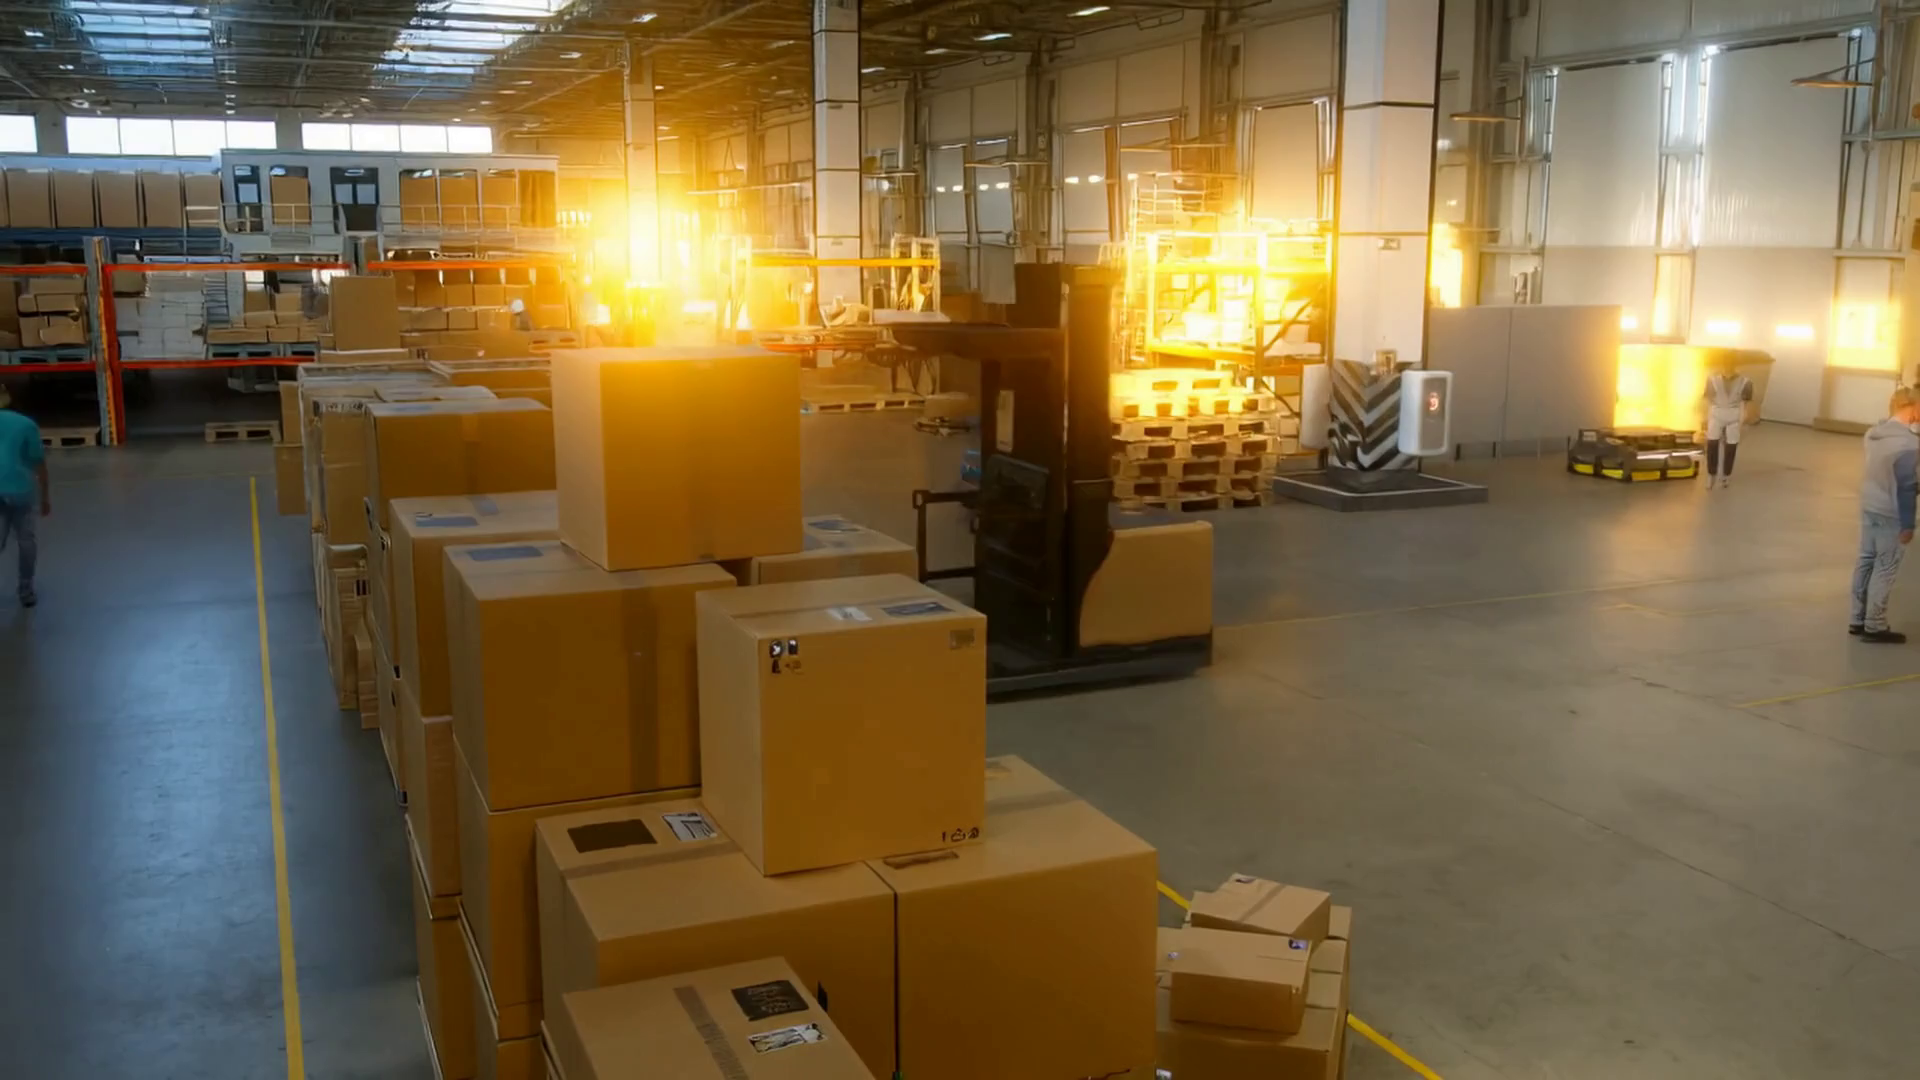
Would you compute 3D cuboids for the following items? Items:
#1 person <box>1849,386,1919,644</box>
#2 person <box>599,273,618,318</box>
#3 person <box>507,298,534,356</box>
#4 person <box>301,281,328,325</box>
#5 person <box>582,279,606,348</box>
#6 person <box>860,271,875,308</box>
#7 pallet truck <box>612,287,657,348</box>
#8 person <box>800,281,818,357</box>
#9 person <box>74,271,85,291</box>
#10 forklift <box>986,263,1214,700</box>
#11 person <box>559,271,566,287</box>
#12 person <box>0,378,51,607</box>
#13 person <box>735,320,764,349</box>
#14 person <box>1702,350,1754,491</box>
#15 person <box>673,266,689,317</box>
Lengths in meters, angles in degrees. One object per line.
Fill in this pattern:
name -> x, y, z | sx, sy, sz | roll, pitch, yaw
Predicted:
person -> 6.893, -0.184, 12.342 | 0.388, 1.927, 0.640 | 0, 10, 2
person -> -13.429, -9.282, 63.089 | 0.852, 1.709, 0.484 | 2, 10, 9
person -> -8.627, -3.819, 32.608 | 0.429, 1.840, 0.627 | 6, 12, 31
person -> -16.758, -5.777, 43.227 | 0.663, 1.899, 0.673 | -4, 11, -19
person -> -10.120, -6.206, 45.655 | 1.000, 1.891, 0.553 | 4, 11, 22
person -> -3.397, -8.841, 60.346 | 0.636, 1.818, 0.764 | 0, 10, -1
pallet truck -> -6.464, -4.406, 35.401 | 0.823, 1.965, 1.885 | 6, 12, 32
person -> -3.810, -5.585, 42.113 | 0.587, 1.922, 0.383 | 8, 13, 36
person -> -29.013, -7.887, 54.716 | 0.639, 1.947, 0.612 | 5, 12, 27
forklift -> 0.705, -0.473, 11.293 | 1.873, 2.768, 1.129 | -4, 11, -23
person -> -13.699, -8.320, 57.292 | 0.576, 1.882, 0.355 | 7, 12, 33
person -> -7.680, -0.349, 13.295 | 0.660, 1.912, 0.723 | -3, 11, -16
person -> -2.975, -2.099, 23.011 | 0.615, 1.871, 0.976 | -3, 11, -16
person -> 9.073, -1.401, 19.706 | 0.558, 1.667, 0.709 | 6, 12, 31
person -> -10.771, -9.526, 63.815 | 0.830, 1.917, 0.644 | 3, 11, 18
